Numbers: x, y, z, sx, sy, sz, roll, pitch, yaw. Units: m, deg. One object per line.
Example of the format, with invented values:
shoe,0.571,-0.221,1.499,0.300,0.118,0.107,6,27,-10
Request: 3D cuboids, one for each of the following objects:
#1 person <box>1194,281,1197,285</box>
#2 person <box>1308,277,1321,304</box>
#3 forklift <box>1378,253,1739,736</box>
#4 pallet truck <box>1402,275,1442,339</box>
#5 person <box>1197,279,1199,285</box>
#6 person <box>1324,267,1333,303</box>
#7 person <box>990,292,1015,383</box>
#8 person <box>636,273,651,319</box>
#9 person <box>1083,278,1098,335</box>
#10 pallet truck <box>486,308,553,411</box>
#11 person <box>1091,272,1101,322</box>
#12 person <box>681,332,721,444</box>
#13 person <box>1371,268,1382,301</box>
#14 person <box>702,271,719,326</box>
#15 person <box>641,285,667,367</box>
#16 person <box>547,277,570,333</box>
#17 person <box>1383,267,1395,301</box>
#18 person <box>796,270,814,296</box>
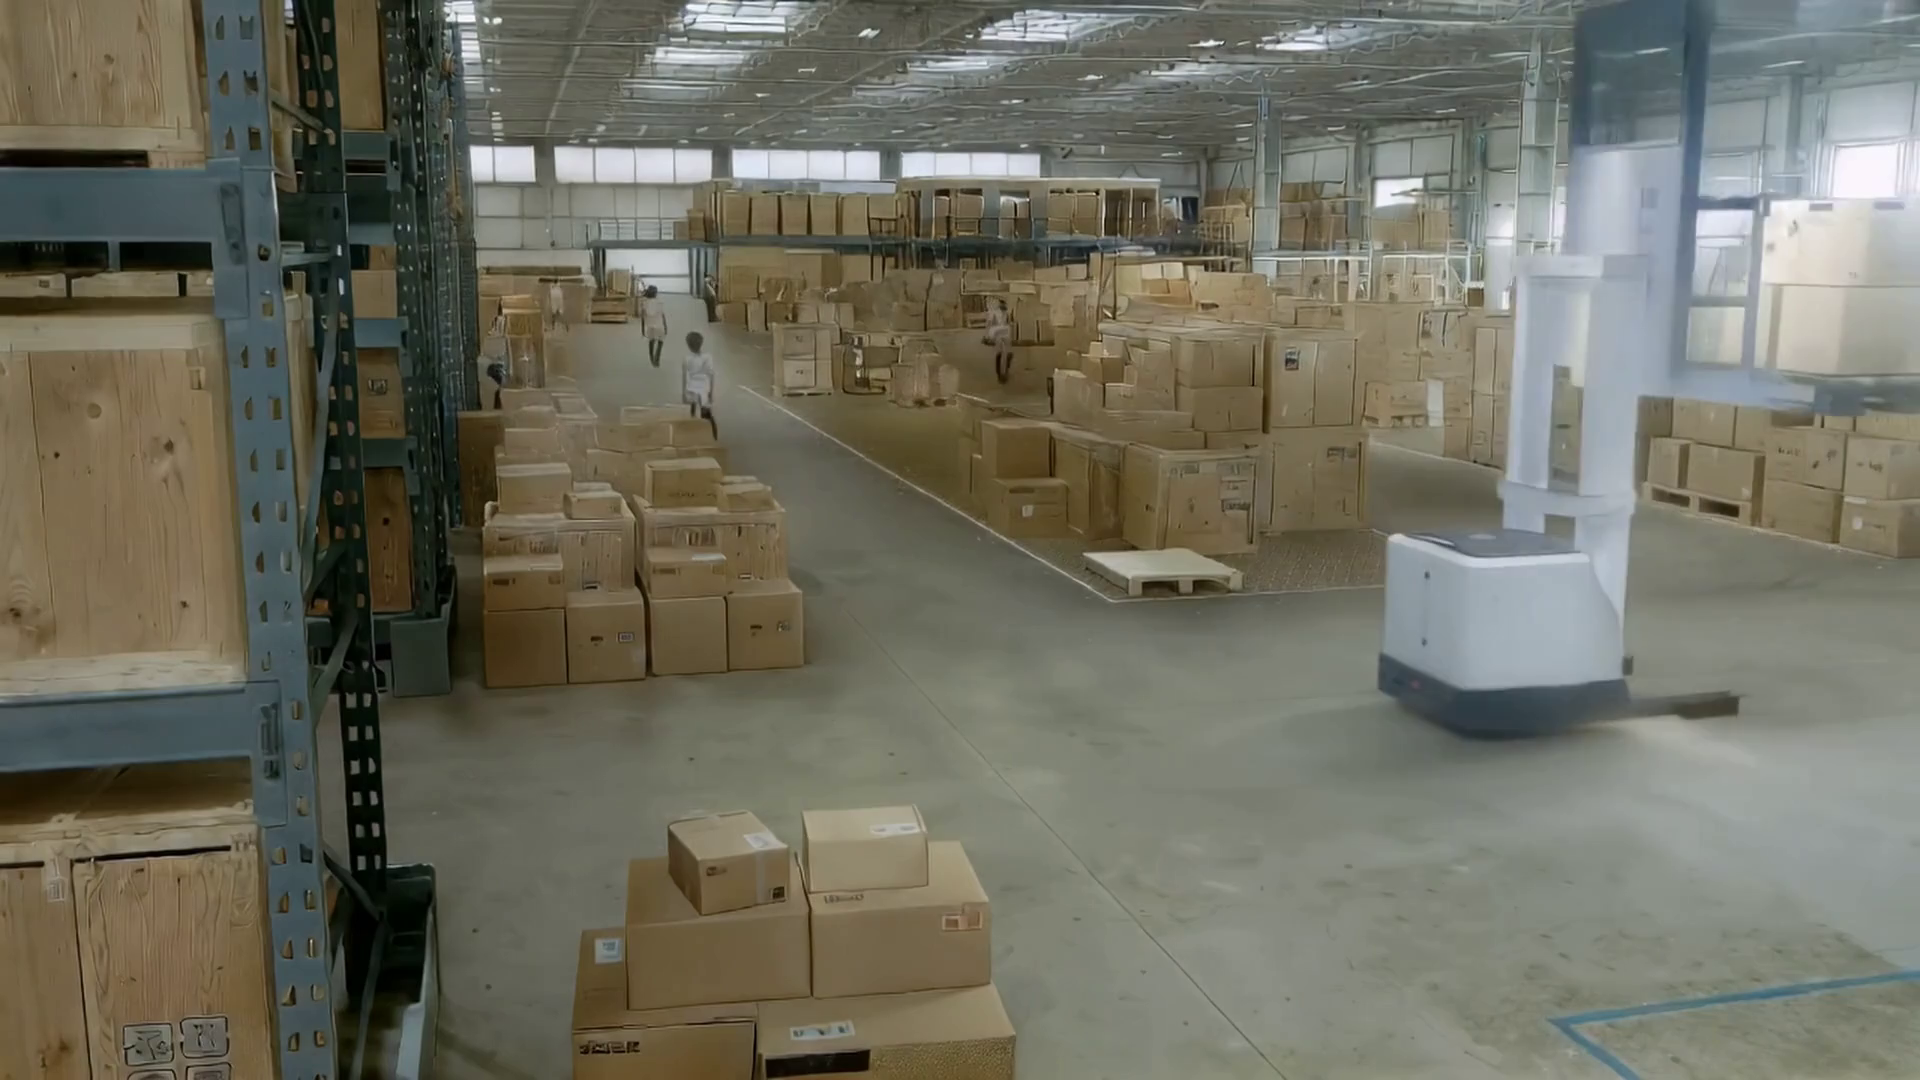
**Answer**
person,9.242,-9.306,63.802,0.629,1.846,0.429,5,11,28
person,13.824,-9.353,64.521,0.557,1.668,0.709,-8,13,-40
forklift,3.663,-0.342,10.111,1.873,2.768,1.129,-3,10,-15
pallet truck,14.620,-7.324,52.145,0.823,1.965,1.885,8,13,40
person,7.806,-7.544,53.866,0.640,1.830,0.608,-6,12,-32
person,16.115,-10.958,72.757,0.393,1.985,0.611,4,11,20
person,0.906,-4.250,34.960,0.554,1.919,0.505,-3,11,-19
person,-12.164,-9.356,64.022,0.607,1.862,0.471,-2,10,-9
person,4.235,-7.575,53.954,0.532,1.861,0.306,6,12,31
pallet truck,-6.242,-2.418,24.362,0.823,1.965,1.885,1,10,3
person,5.173,-9.281,63.457,0.631,1.925,0.440,-9,14,-43
person,-3.650,-2.085,23.411,0.602,1.657,0.347,6,12,32
person,19.465,-11.795,77.760,0.999,1.894,0.617,2,10,11
person,-9.113,-8.749,60.091,0.700,2.000,0.827,9,14,43
person,-7.289,-5.095,39.657,0.630,1.945,0.426,0,10,3
person,-13.365,-7.780,55.141,0.540,1.863,0.986,6,12,30
person,20.196,-11.880,78.276,0.549,1.882,1.002,-9,14,-42
person,-5.730,-9.012,61.722,0.639,1.984,1.050,-3,11,-19
